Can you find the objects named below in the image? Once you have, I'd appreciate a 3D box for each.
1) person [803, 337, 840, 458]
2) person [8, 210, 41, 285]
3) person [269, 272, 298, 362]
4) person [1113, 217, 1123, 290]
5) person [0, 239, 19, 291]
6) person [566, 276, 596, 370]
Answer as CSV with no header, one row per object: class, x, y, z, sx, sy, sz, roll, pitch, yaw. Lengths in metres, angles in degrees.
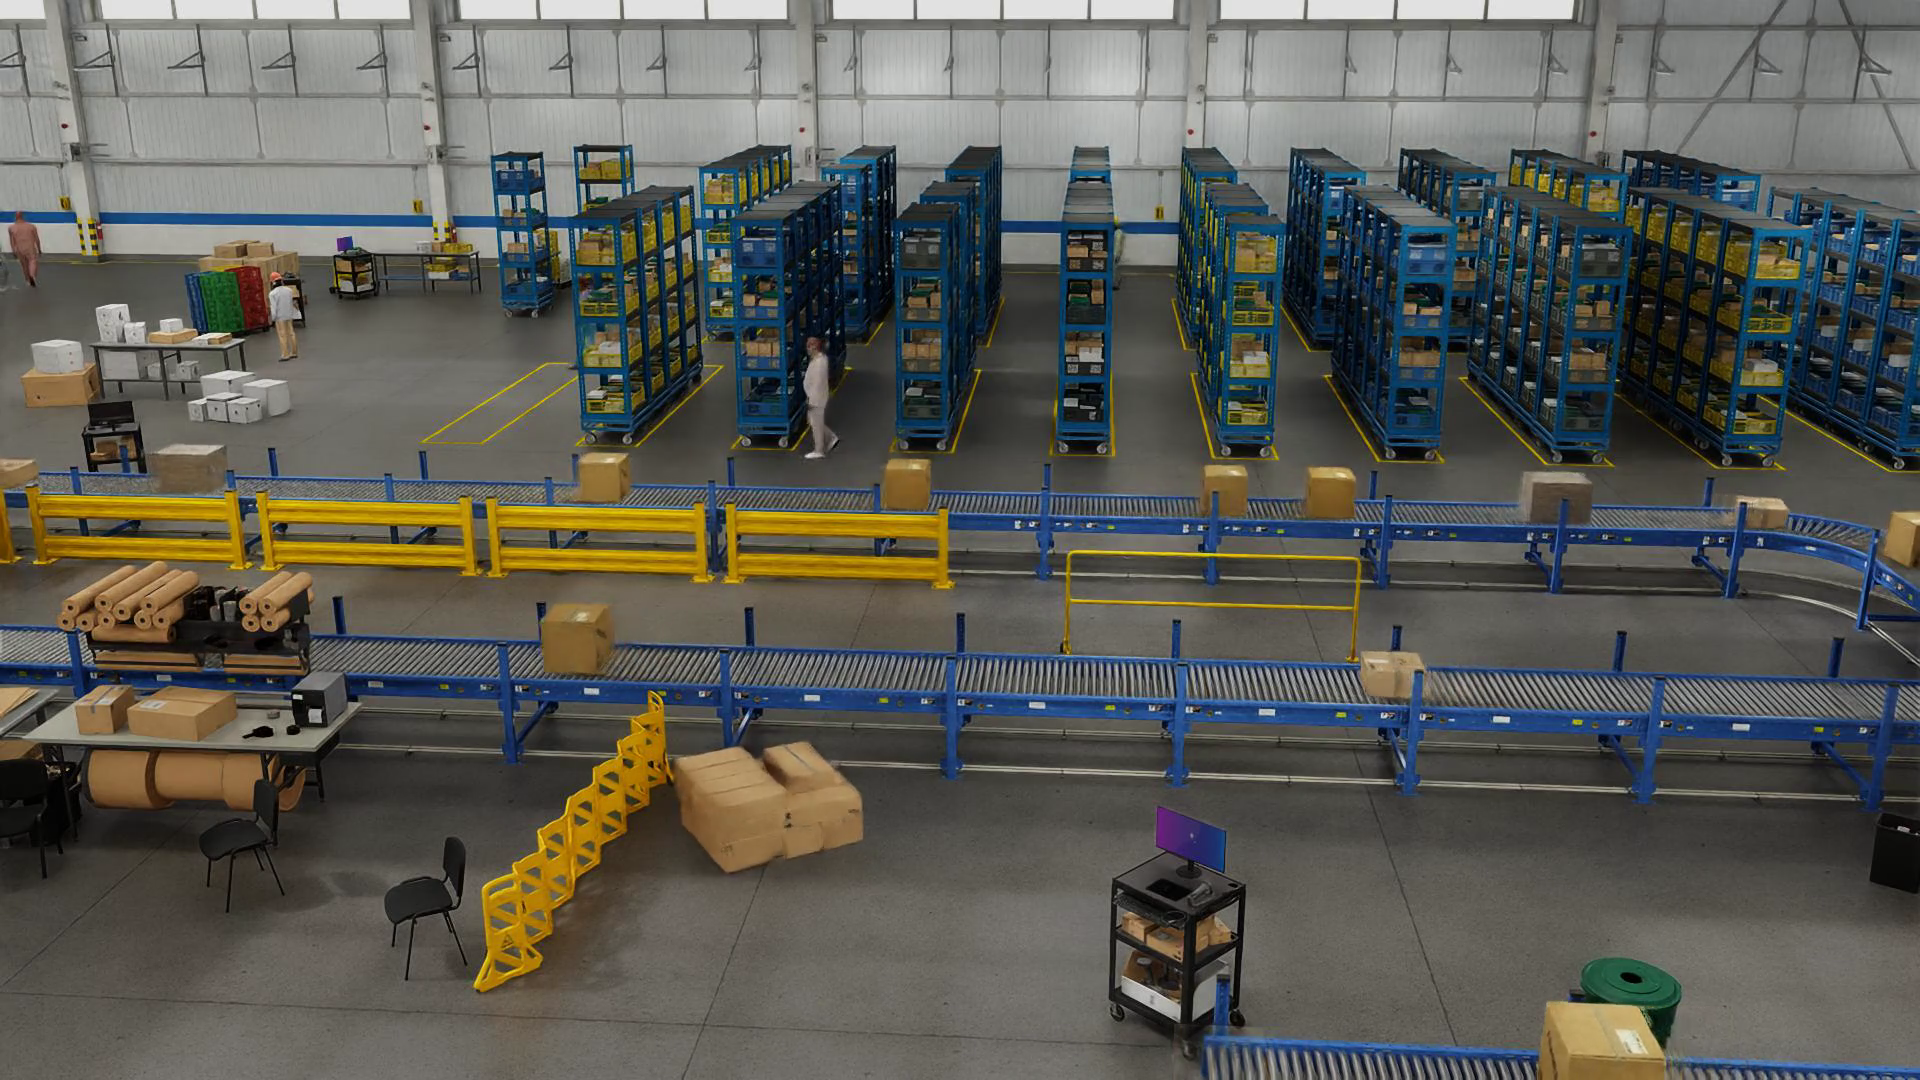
person,-2.164,-2.163,25.345,0.484,1.888,0.642,0,17,1
person,-23.364,-7.288,41.595,0.660,1.885,0.678,-6,18,-18
person,-13.283,-4.369,32.568,0.338,1.742,0.563,7,19,21
person,3.790,-7.045,40.937,0.429,1.815,0.627,-2,18,-6
person,-23.539,-6.954,40.805,0.654,1.715,0.496,2,18,5
person,-7.055,-4.115,31.662,0.923,1.813,0.580,-2,18,-8
